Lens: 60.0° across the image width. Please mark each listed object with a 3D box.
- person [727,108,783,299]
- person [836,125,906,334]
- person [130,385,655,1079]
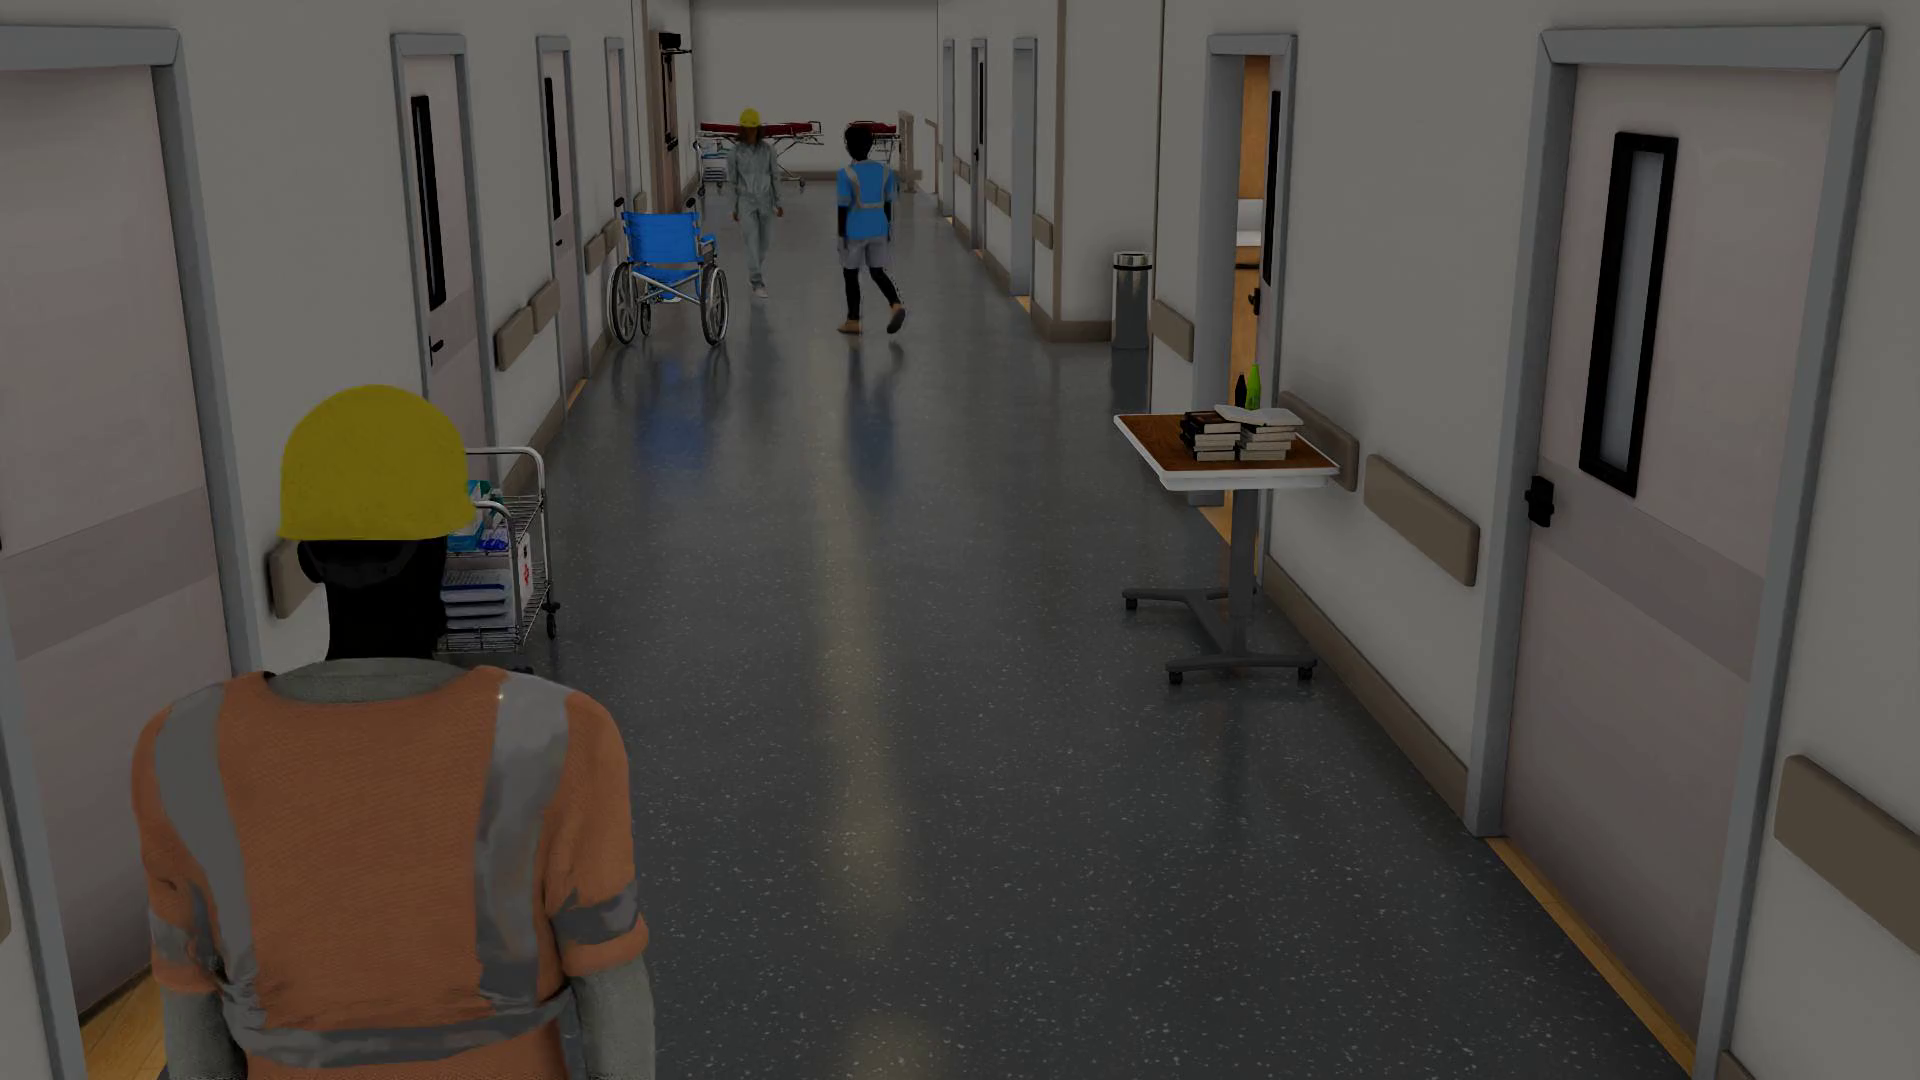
[{"bbox_3d":[-1.936,-3.156,15.540,0.487,1.718,0.777,-9,19,-27],"label":"person"},{"bbox_3d":[-0.712,-2.456,13.281,0.543,1.675,0.631,-13,21,-37],"label":"person"},{"bbox_3d":[-0.695,0.760,2.168,0.606,1.907,0.491,-2,17,-7],"label":"person"}]
